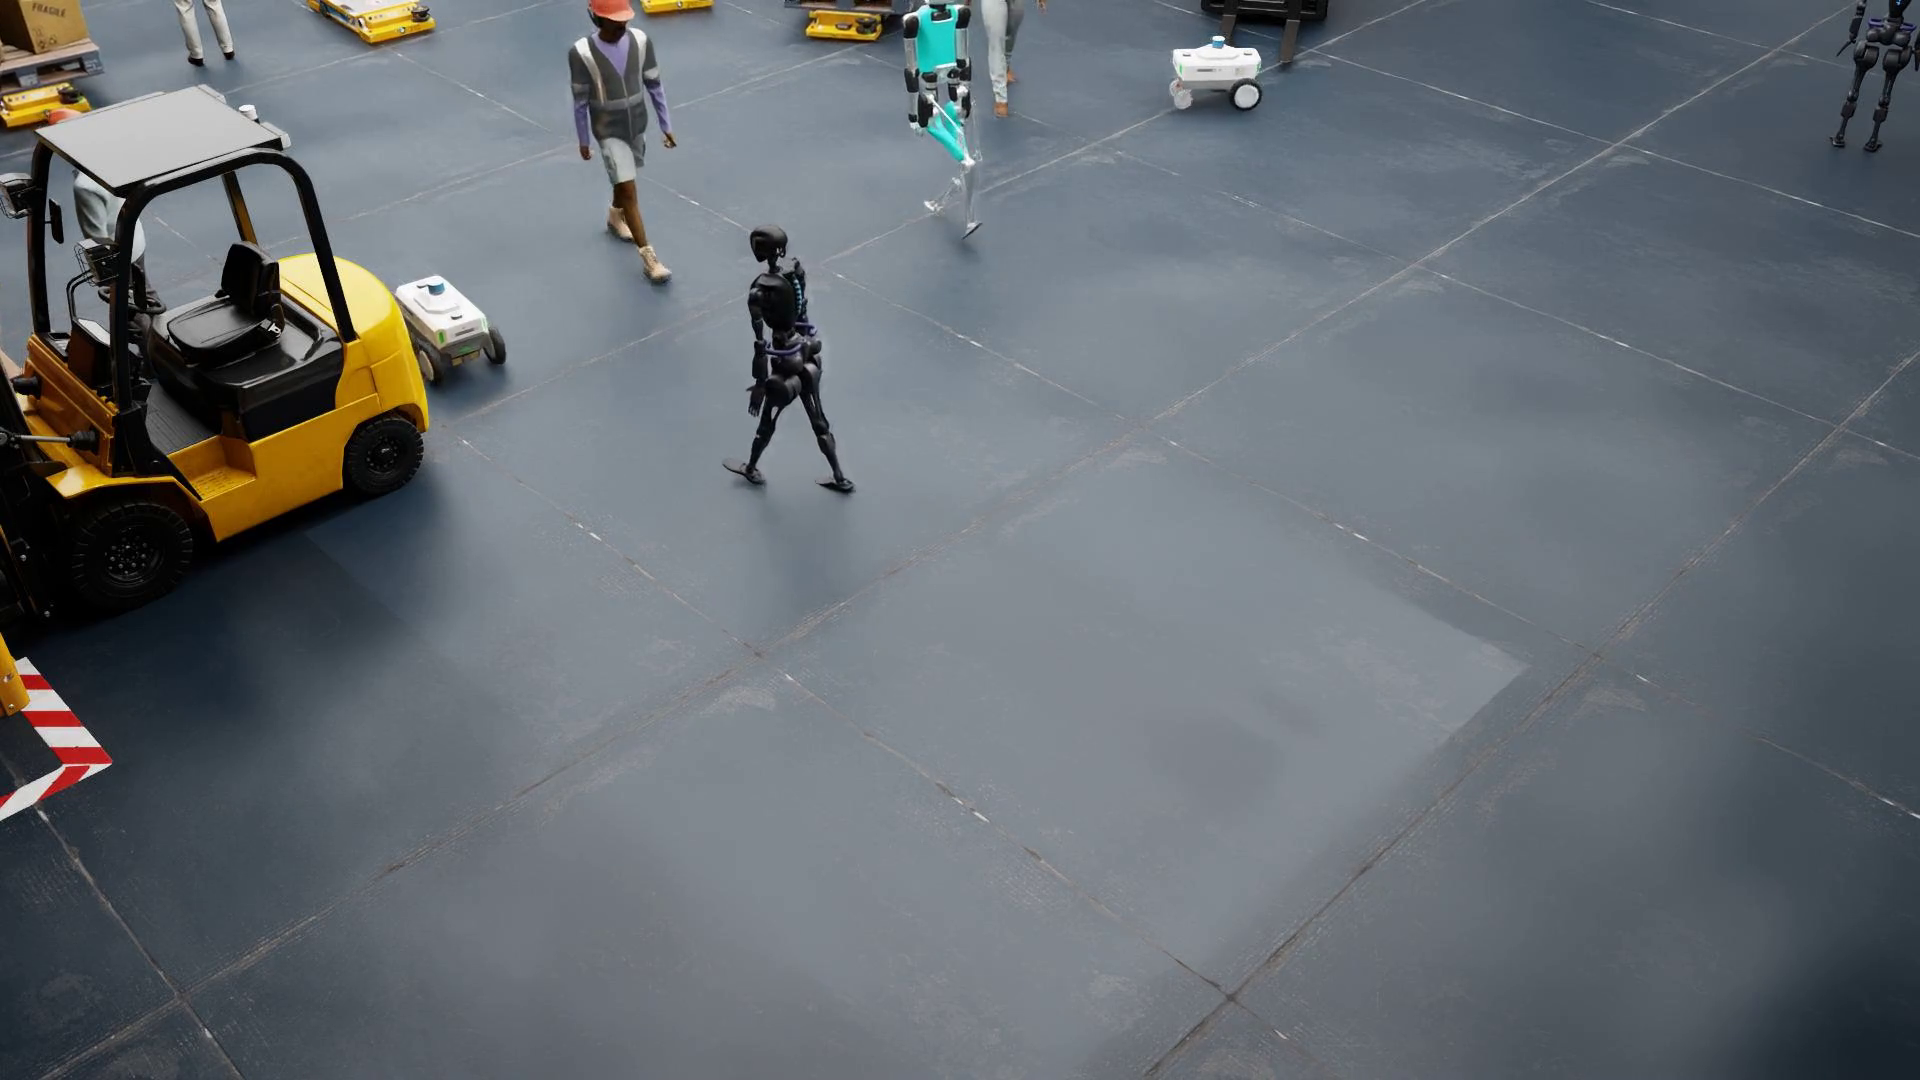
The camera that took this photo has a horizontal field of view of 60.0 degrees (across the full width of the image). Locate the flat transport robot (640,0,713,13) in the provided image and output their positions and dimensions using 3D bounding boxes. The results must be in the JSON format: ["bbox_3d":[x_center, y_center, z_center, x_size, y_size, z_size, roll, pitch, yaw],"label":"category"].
[{"bbox_3d":[-2.917,-5.548,16.423,0.659,0.231,1.431,-12,38,-15],"label":"flat transport robot"}]

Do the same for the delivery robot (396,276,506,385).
[{"bbox_3d":[-3.281,-1.370,10.604,0.499,0.609,0.805,-25,43,-30],"label":"delivery robot"}]

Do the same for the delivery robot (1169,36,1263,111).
[{"bbox_3d":[2.175,-3.945,14.042,0.791,0.598,0.499,-2,37,-2],"label":"delivery robot"}]

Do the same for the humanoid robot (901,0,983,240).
[{"bbox_3d":[0.004,-2.960,11.782,0.534,1.781,1.036,-20,41,-25],"label":"humanoid robot"}]

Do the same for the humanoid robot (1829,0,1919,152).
[{"bbox_3d":[7.237,-3.896,13.023,0.599,1.657,0.315,17,40,22],"label":"humanoid robot"}]

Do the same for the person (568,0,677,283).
[{"bbox_3d":[-2.304,-2.835,11.367,0.628,1.986,1.077,-26,44,-30],"label":"person"}]

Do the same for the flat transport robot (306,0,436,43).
[{"bbox_3d":[-5.606,-5.049,15.756,0.659,0.231,1.431,-27,45,-31],"label":"flat transport robot"}]

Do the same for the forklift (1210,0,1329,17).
[{"bbox_3d":[3.106,-6.400,15.960,1.214,2.155,2.313,8,37,10],"label":"forklift"}]

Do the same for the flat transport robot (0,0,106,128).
[{"bbox_3d":[-8.016,-3.889,14.203,0.659,0.231,1.431,-26,44,-30],"label":"flat transport robot"}]

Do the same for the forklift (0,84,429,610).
[{"bbox_3d":[-4.145,-1.093,8.856,2.313,2.155,1.214,-31,47,-34],"label":"forklift"}]

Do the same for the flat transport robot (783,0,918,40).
[{"bbox_3d":[-0.966,-5.085,15.803,0.659,0.231,1.431,6,37,8],"label":"flat transport robot"}]

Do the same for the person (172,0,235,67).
[{"bbox_3d":[-6.750,-5.035,14.472,0.550,1.782,0.384,-23,42,-27],"label":"person"}]

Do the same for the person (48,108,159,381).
[{"bbox_3d":[-5.187,-1.801,10.179,0.351,1.739,0.572,-4,37,-6],"label":"person"}]

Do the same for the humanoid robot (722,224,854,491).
[{"bbox_3d":[-0.975,-0.985,9.171,0.775,1.620,0.603,16,40,20],"label":"humanoid robot"}]

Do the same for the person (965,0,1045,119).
[{"bbox_3d":[0.366,-4.577,13.779,0.654,1.896,1.020,-5,37,-6],"label":"person"}]
